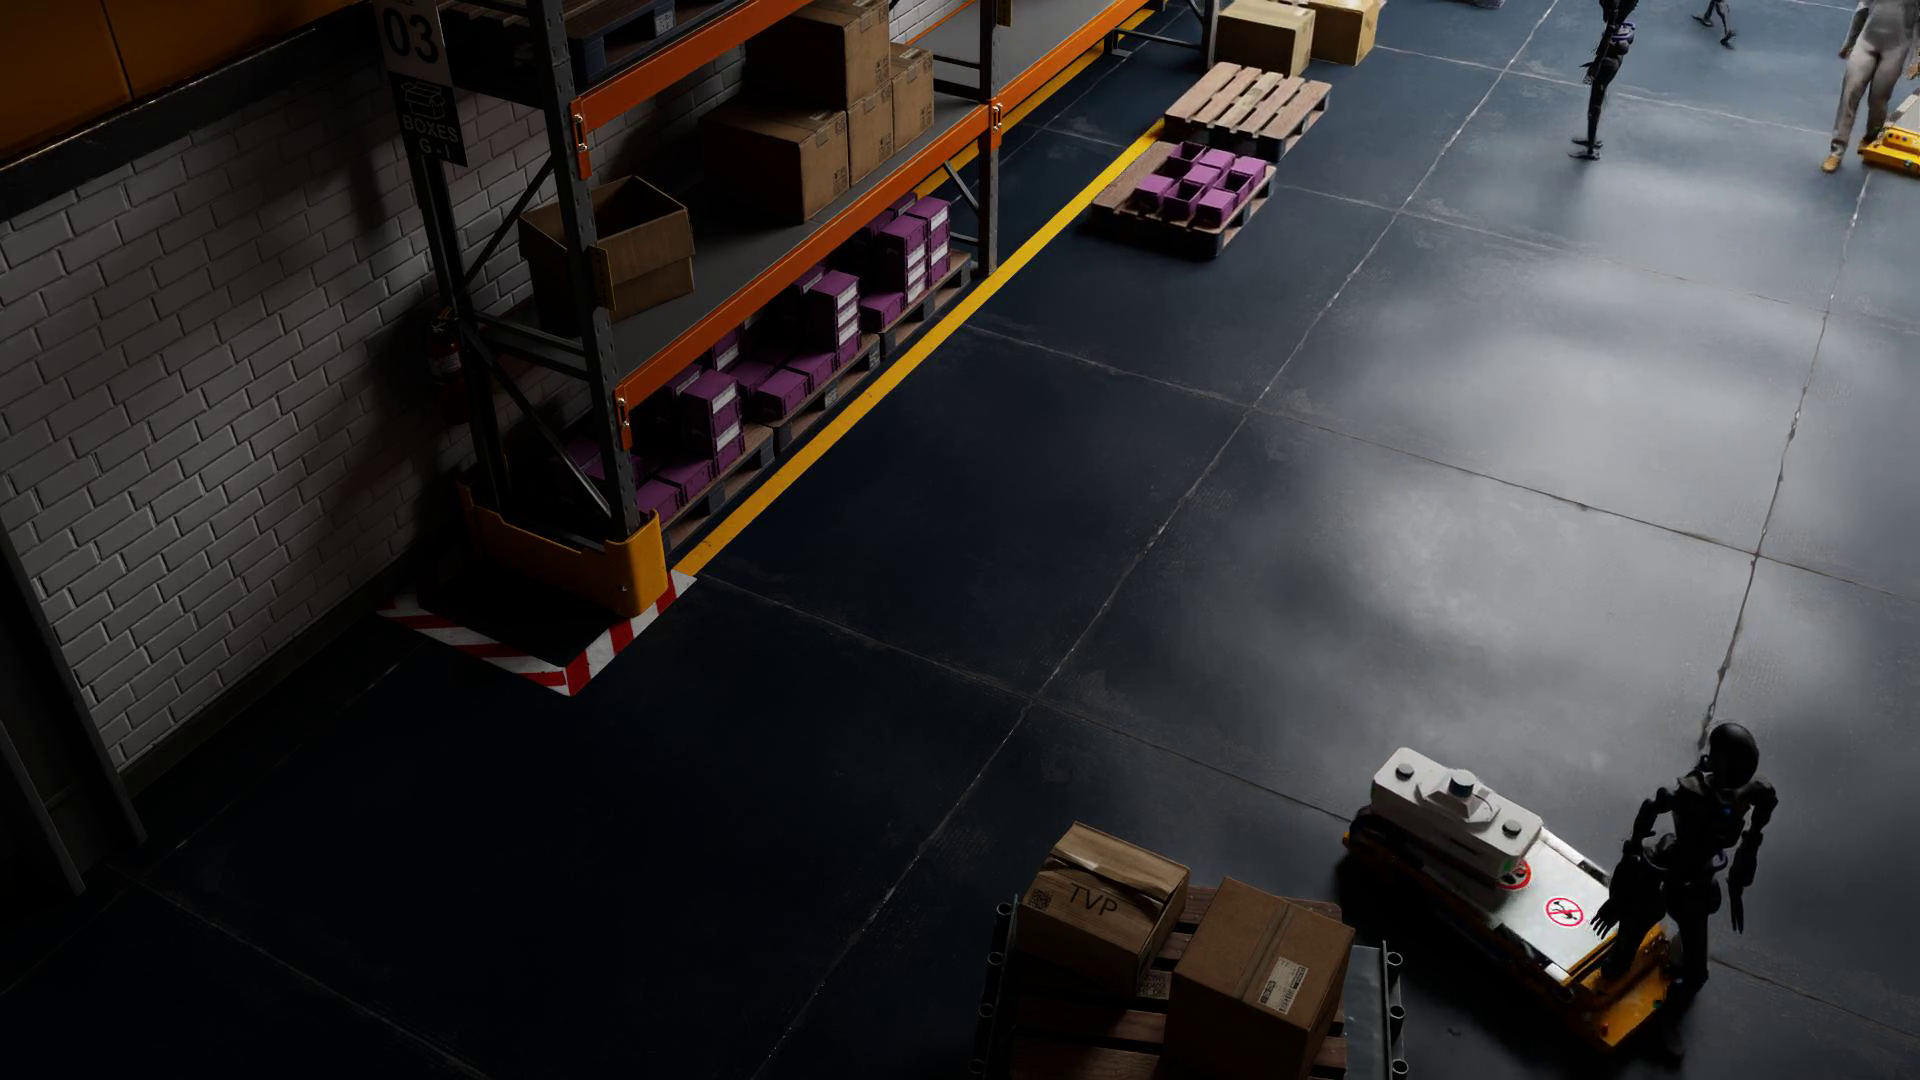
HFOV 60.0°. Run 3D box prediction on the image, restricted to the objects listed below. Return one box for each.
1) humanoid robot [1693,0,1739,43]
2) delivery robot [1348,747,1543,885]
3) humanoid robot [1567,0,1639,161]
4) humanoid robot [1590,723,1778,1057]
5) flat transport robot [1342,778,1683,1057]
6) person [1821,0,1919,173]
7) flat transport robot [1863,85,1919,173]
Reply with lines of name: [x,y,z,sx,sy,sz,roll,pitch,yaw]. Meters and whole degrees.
humanoid robot: [6.902,-5.267,14.721,0.609,1.645,0.739,-9,40,-11]
delivery robot: [2.168,1.257,7.430,0.793,0.608,0.499,28,46,30]
humanoid robot: [4.991,-3.764,12.797,0.316,1.653,0.609,18,42,21]
humanoid robot: [2.758,1.355,6.391,0.591,1.648,0.376,-5,39,-6]
flat transport robot: [2.436,1.559,7.271,0.659,0.231,1.431,-26,45,-29]
person: [7.017,-3.756,12.658,0.622,1.836,0.747,30,47,32]
flat transport robot: [7.824,-3.283,13.324,0.659,0.231,1.431,28,46,30]
